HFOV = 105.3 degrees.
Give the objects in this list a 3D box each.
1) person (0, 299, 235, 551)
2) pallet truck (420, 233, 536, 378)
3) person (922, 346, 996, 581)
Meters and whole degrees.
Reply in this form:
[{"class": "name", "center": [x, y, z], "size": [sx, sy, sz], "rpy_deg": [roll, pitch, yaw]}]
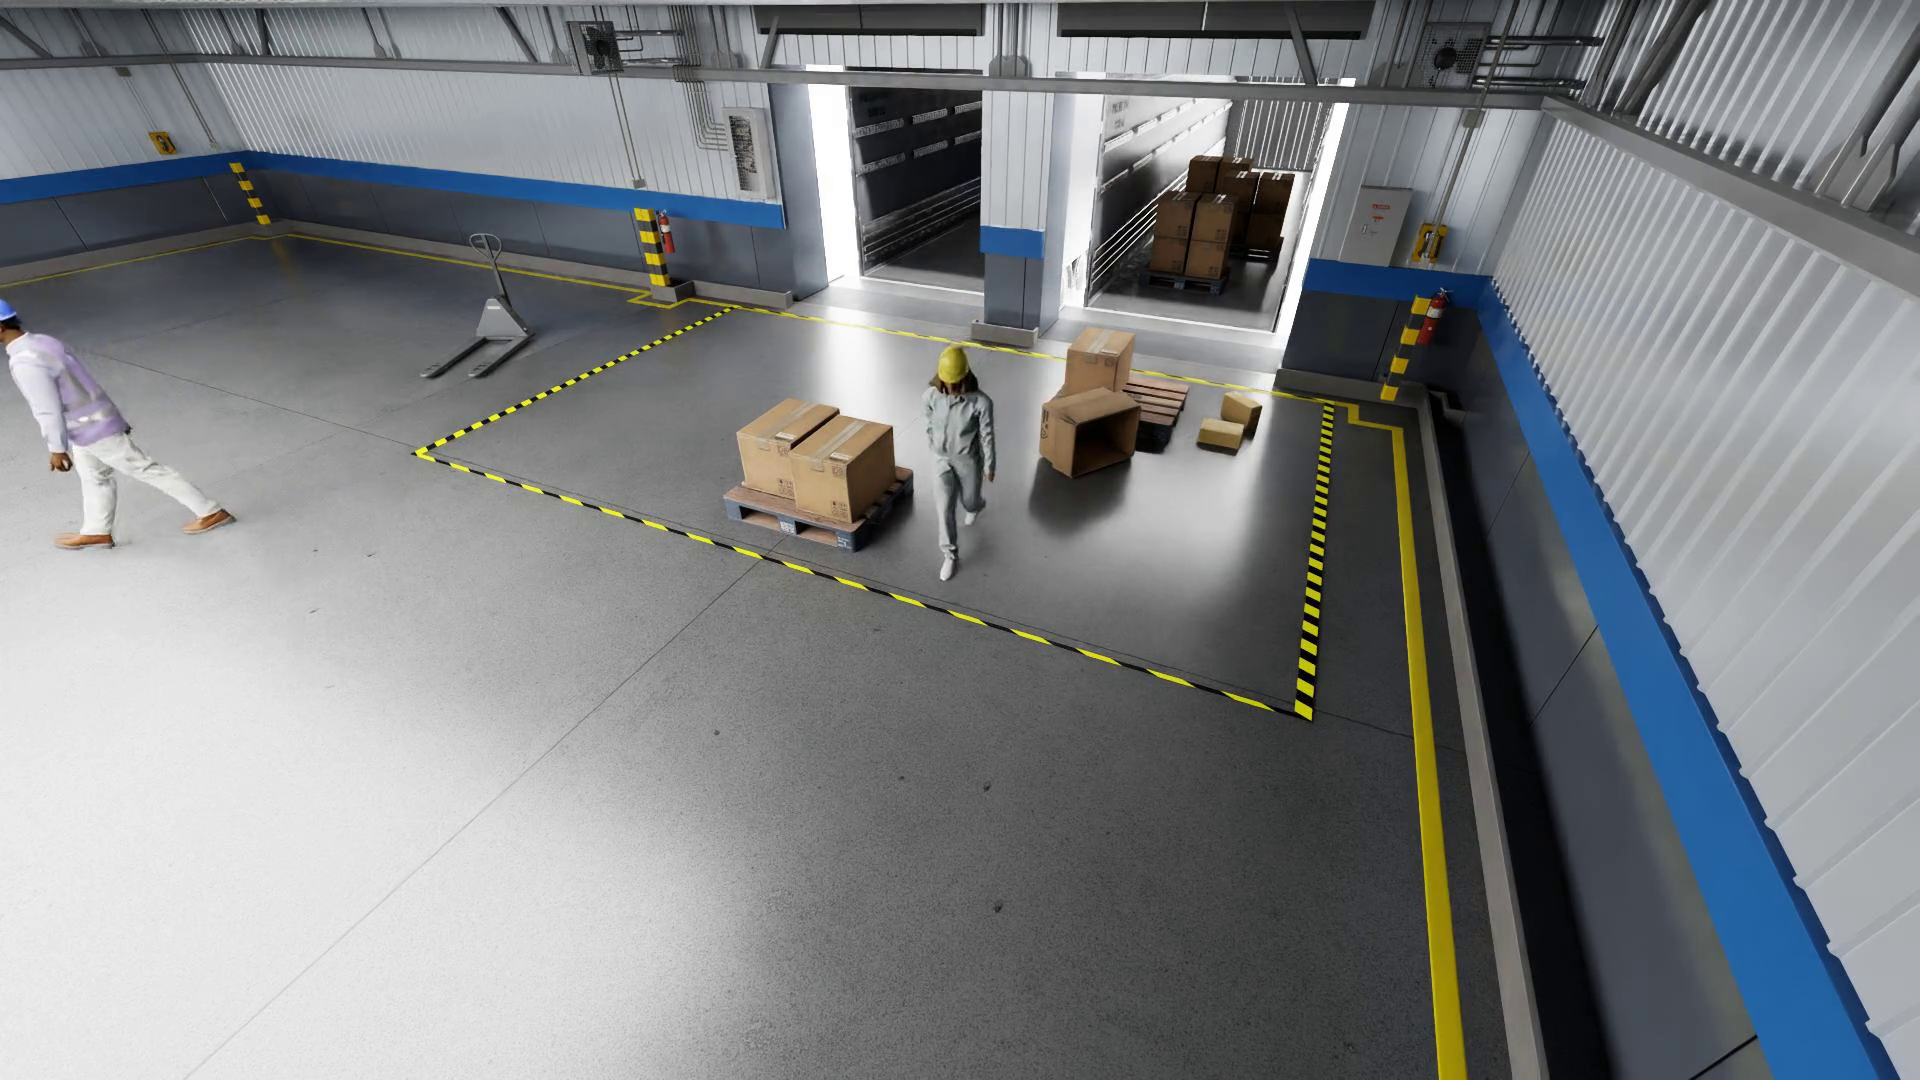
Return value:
[{"class": "person", "center": [-6.209, -0.751, 5.103], "size": [0.996, 1.893, 0.630], "rpy_deg": [-25, 43, -31]}, {"class": "pallet truck", "center": [-5.664, -2.712, 8.427], "size": [0.680, 1.201, 1.601], "rpy_deg": [0, 35, -1]}, {"class": "person", "center": [0.022, -0.594, 5.071], "size": [0.499, 1.692, 0.801], "rpy_deg": [8, 36, 11]}]
